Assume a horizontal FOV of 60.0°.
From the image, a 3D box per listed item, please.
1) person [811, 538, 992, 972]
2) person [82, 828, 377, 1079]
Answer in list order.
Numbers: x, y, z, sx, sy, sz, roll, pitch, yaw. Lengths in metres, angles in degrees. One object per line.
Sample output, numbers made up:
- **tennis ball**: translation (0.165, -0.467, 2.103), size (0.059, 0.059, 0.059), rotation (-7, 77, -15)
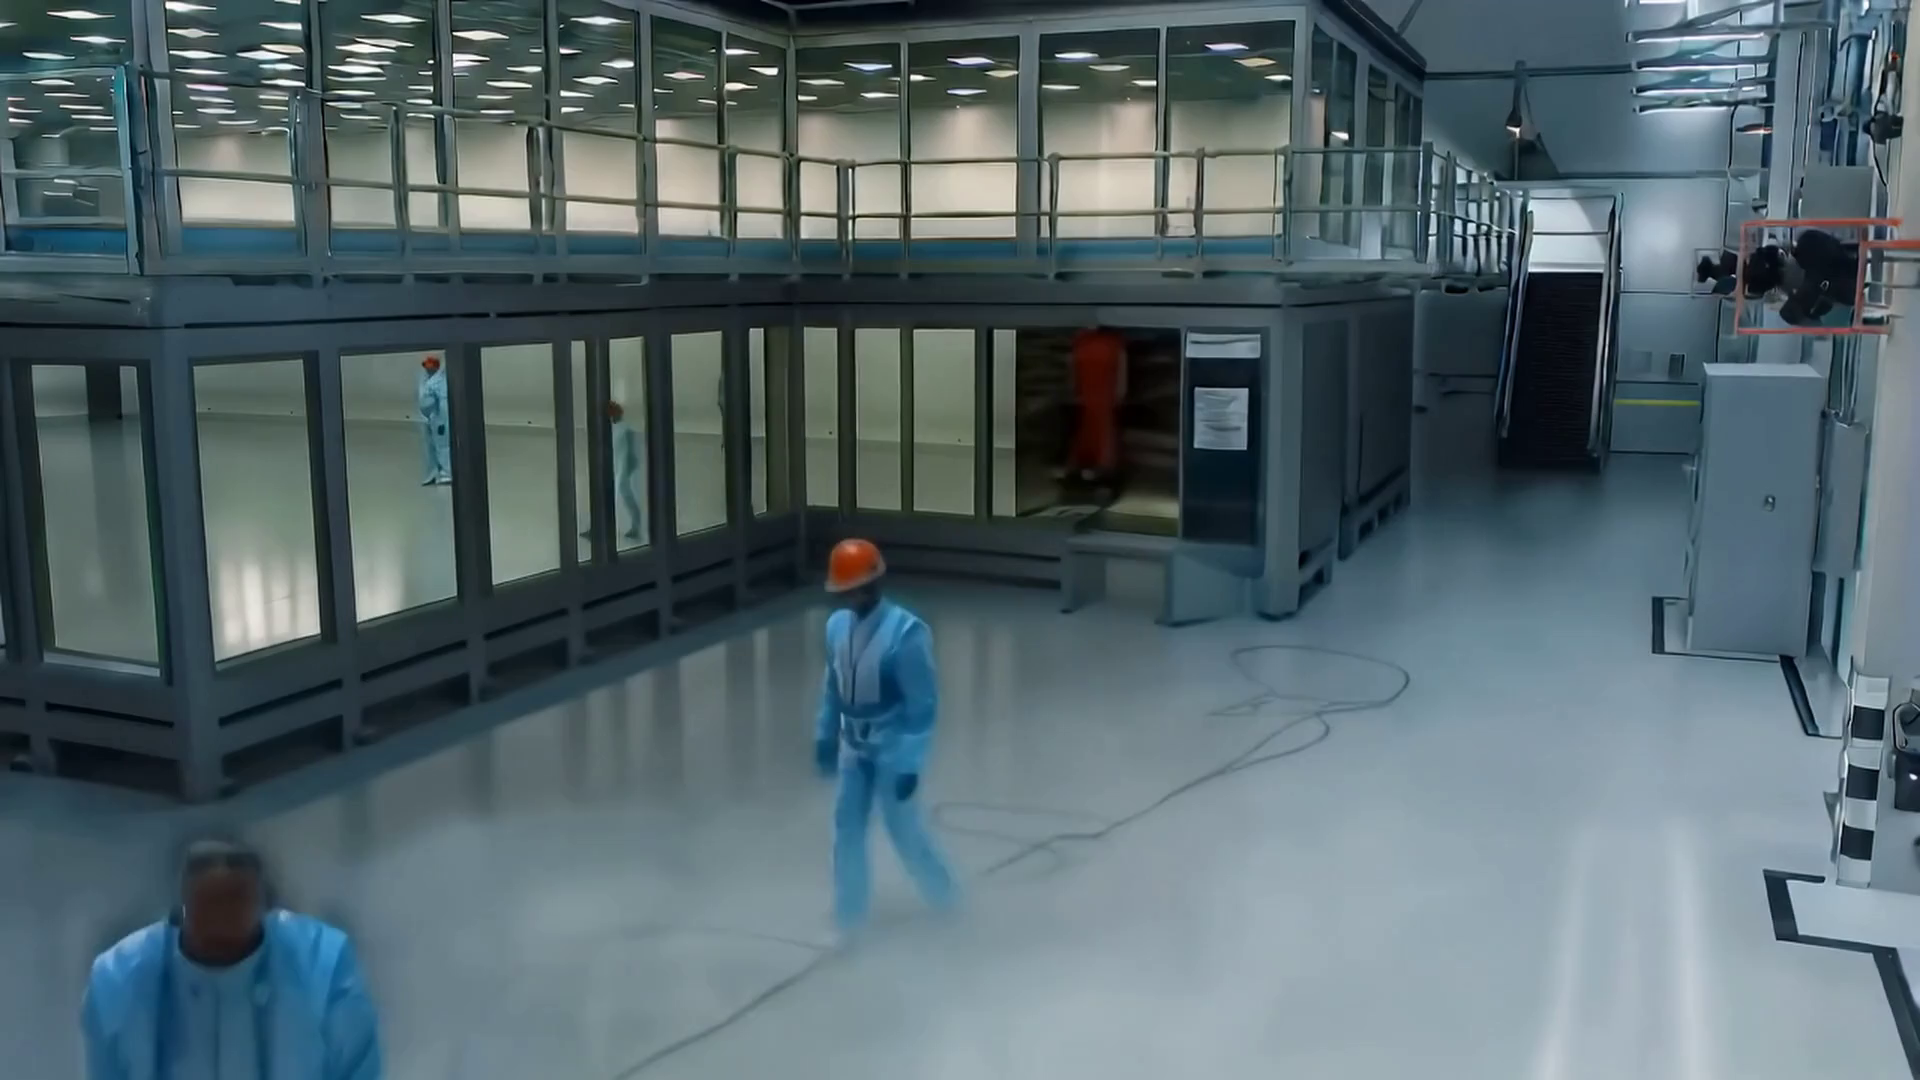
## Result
- **person**: translation (-0.285, 0.933, 7.298), size (0.831, 1.916, 0.588), rotation (8, 12, 40)
- **person**: translation (-1.715, 1.536, 3.974), size (0.635, 1.784, 0.978), rotation (-4, 10, -23)
